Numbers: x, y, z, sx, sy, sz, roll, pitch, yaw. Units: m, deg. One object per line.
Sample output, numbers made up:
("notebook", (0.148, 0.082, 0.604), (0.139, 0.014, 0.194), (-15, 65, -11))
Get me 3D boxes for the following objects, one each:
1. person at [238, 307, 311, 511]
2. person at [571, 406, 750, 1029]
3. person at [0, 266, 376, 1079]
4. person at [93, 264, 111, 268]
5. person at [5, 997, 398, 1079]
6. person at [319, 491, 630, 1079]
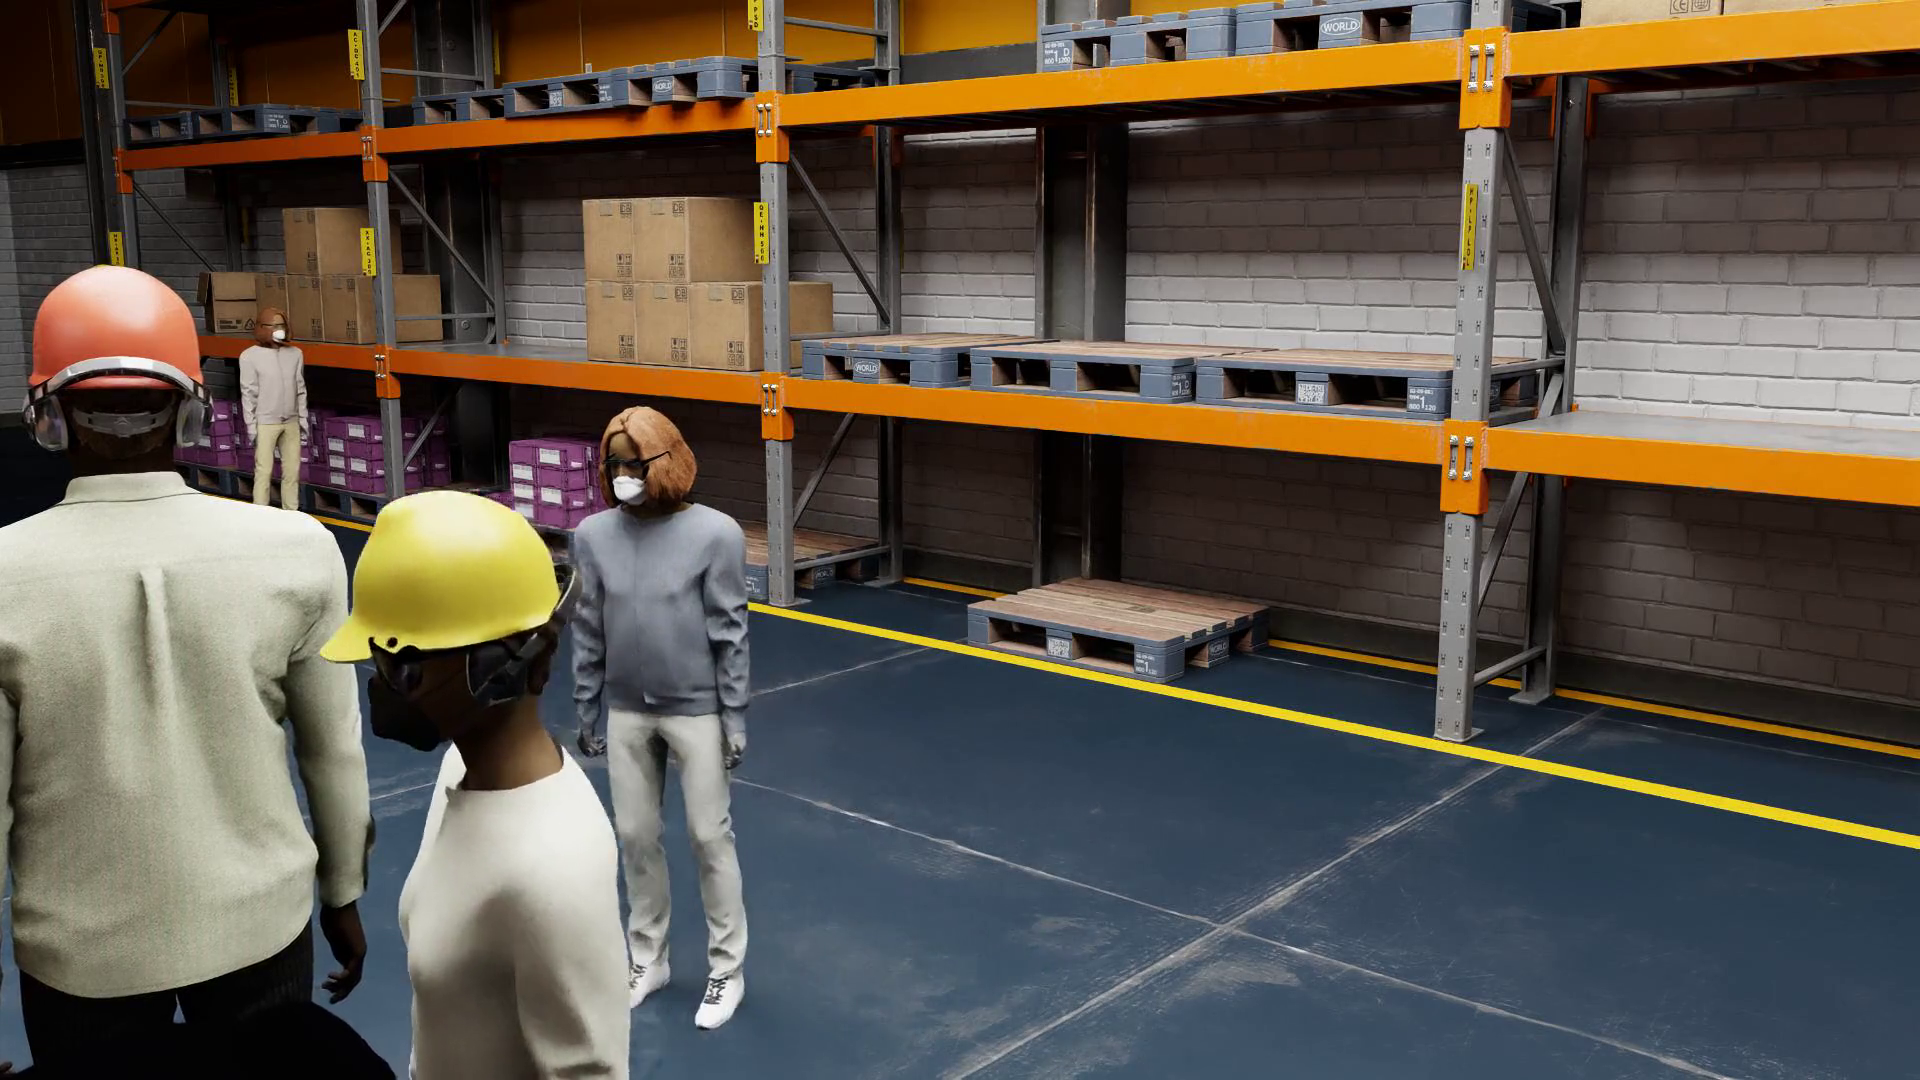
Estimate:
("person", (-4.712, -0.790, 11.463), (0.284, 1.626, 0.492), (6, 12, 31))
("person", (-0.781, 0.459, 4.359), (0.510, 1.623, 0.283), (3, 10, 17))
("person", (-1.217, 0.589, 2.554), (0.622, 1.993, 0.381), (-8, 13, -37))
("person", (-5.468, -0.824, 10.832), (0.402, 1.919, 0.588), (4, 11, 21))
("person", (-0.602, 0.896, 0.973), (0.632, 1.940, 0.372), (-6, 11, -29))
("person", (-0.551, 0.807, 2.004), (0.349, 1.755, 0.537), (-4, 11, -21))
